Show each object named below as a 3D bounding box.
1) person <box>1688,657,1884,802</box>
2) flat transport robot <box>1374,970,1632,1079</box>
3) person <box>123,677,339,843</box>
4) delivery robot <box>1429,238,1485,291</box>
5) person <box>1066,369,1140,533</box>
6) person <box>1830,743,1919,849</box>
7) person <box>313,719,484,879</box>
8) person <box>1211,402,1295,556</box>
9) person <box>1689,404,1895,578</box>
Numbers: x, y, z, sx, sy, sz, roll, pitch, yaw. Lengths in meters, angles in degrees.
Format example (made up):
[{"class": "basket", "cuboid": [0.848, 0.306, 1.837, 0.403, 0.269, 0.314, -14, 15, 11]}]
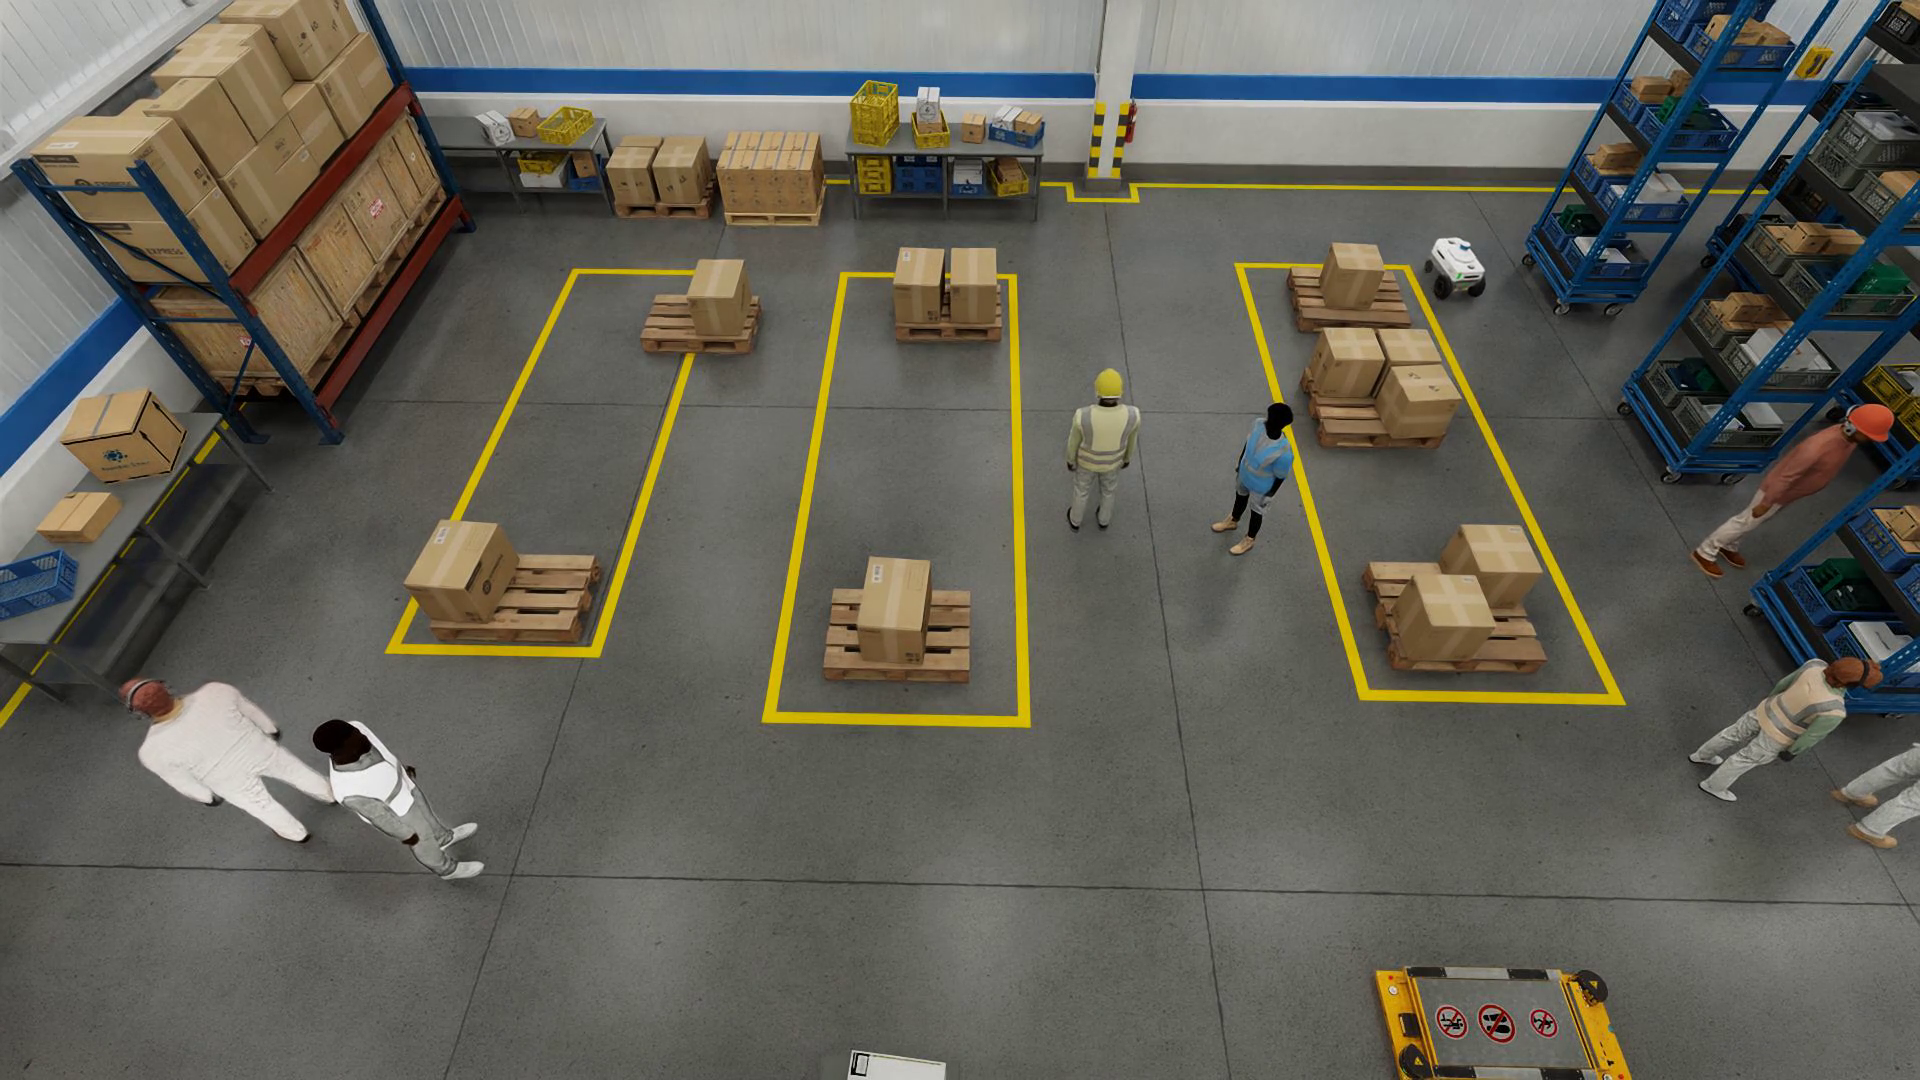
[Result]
[{"class": "person", "cuboid": [5.822, 1.317, 6.516, 0.307, 1.641, 0.514, 10, 51, 8]}, {"class": "flat transport robot", "cuboid": [3.501, 3.133, 5.914, 1.431, 0.197, 0.652, 1, 51, 1]}, {"class": "person", "cuboid": [-4.931, 1.480, 6.222, 0.399, 1.902, 0.652, 18, 53, 14]}, {"class": "delivery robot", "cuboid": [5.937, -3.323, 10.937, 0.477, 0.478, 0.707, -4, 51, -4]}, {"class": "person", "cuboid": [1.228, -0.751, 8.089, 0.598, 1.826, 0.403, -2, 51, -1]}, {"class": "person", "cuboid": [6.801, 1.515, 6.228, 0.429, 1.839, 0.634, 10, 52, 8]}, {"class": "person", "cuboid": [-3.714, 1.708, 6.021, 0.373, 1.917, 0.595, -20, 54, -15]}, {"class": "person", "cuboid": [2.581, -0.535, 7.989, 0.315, 1.697, 0.541, -17, 53, -13]}, {"class": "person", "cuboid": [6.969, -0.401, 7.703, 0.624, 1.983, 0.418, -21, 54, -16]}]
